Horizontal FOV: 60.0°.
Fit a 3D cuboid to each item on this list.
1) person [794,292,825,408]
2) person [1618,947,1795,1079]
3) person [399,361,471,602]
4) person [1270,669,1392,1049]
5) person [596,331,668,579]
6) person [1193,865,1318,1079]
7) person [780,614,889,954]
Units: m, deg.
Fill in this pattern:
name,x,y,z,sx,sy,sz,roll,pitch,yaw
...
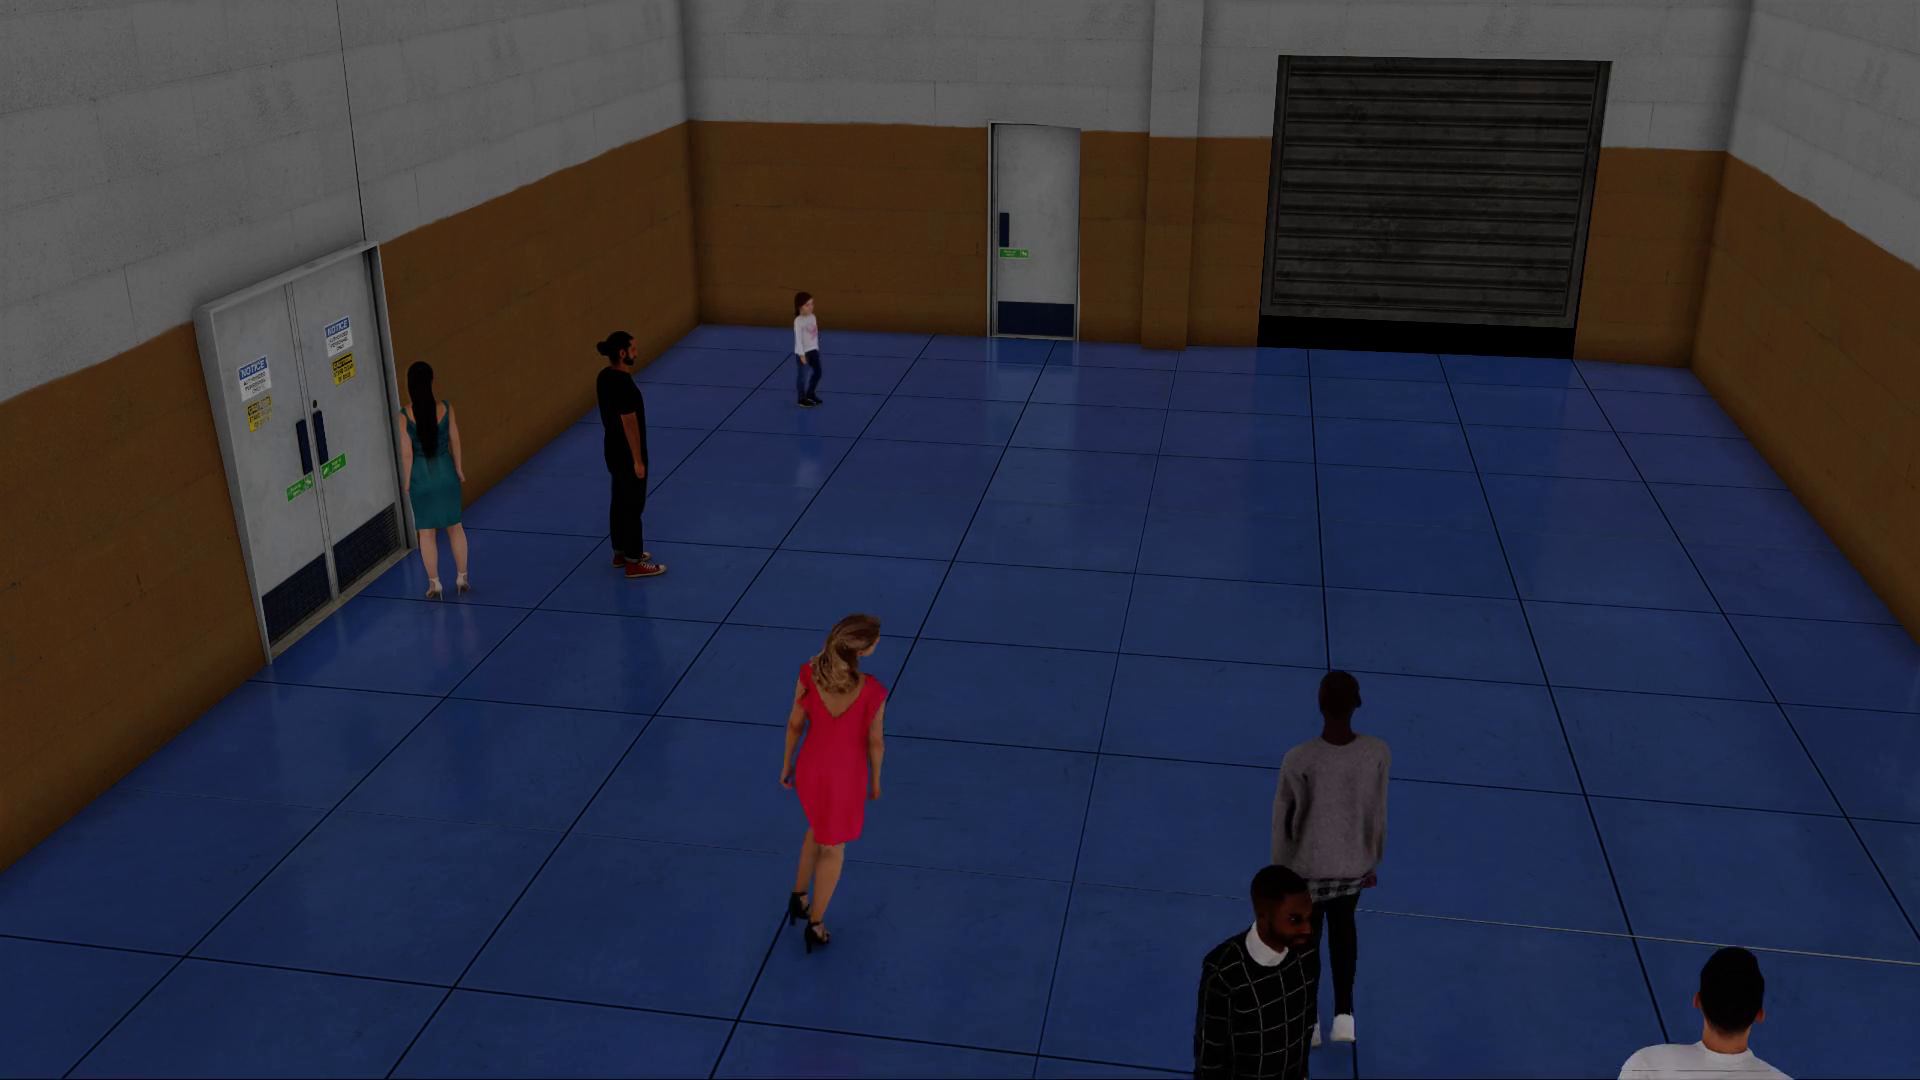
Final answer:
name,x,y,z,sx,sy,sz,roll,pitch,yaw
person,-1.478,-1.784,15.526,0.567,1.094,0.531,14,26,31
person,2.155,2.085,4.897,0.940,1.840,0.880,9,24,21
person,-3.575,-0.402,11.291,0.613,1.687,0.687,-13,25,-28
person,1.527,1.367,6.781,0.776,1.768,0.810,-3,22,-6
person,-2.360,-0.604,11.701,0.756,1.756,0.711,-13,25,-28
person,0.920,1.820,5.606,0.865,1.801,0.937,-11,24,-25
person,-0.611,1.108,7.533,0.657,1.686,0.822,4,22,10
